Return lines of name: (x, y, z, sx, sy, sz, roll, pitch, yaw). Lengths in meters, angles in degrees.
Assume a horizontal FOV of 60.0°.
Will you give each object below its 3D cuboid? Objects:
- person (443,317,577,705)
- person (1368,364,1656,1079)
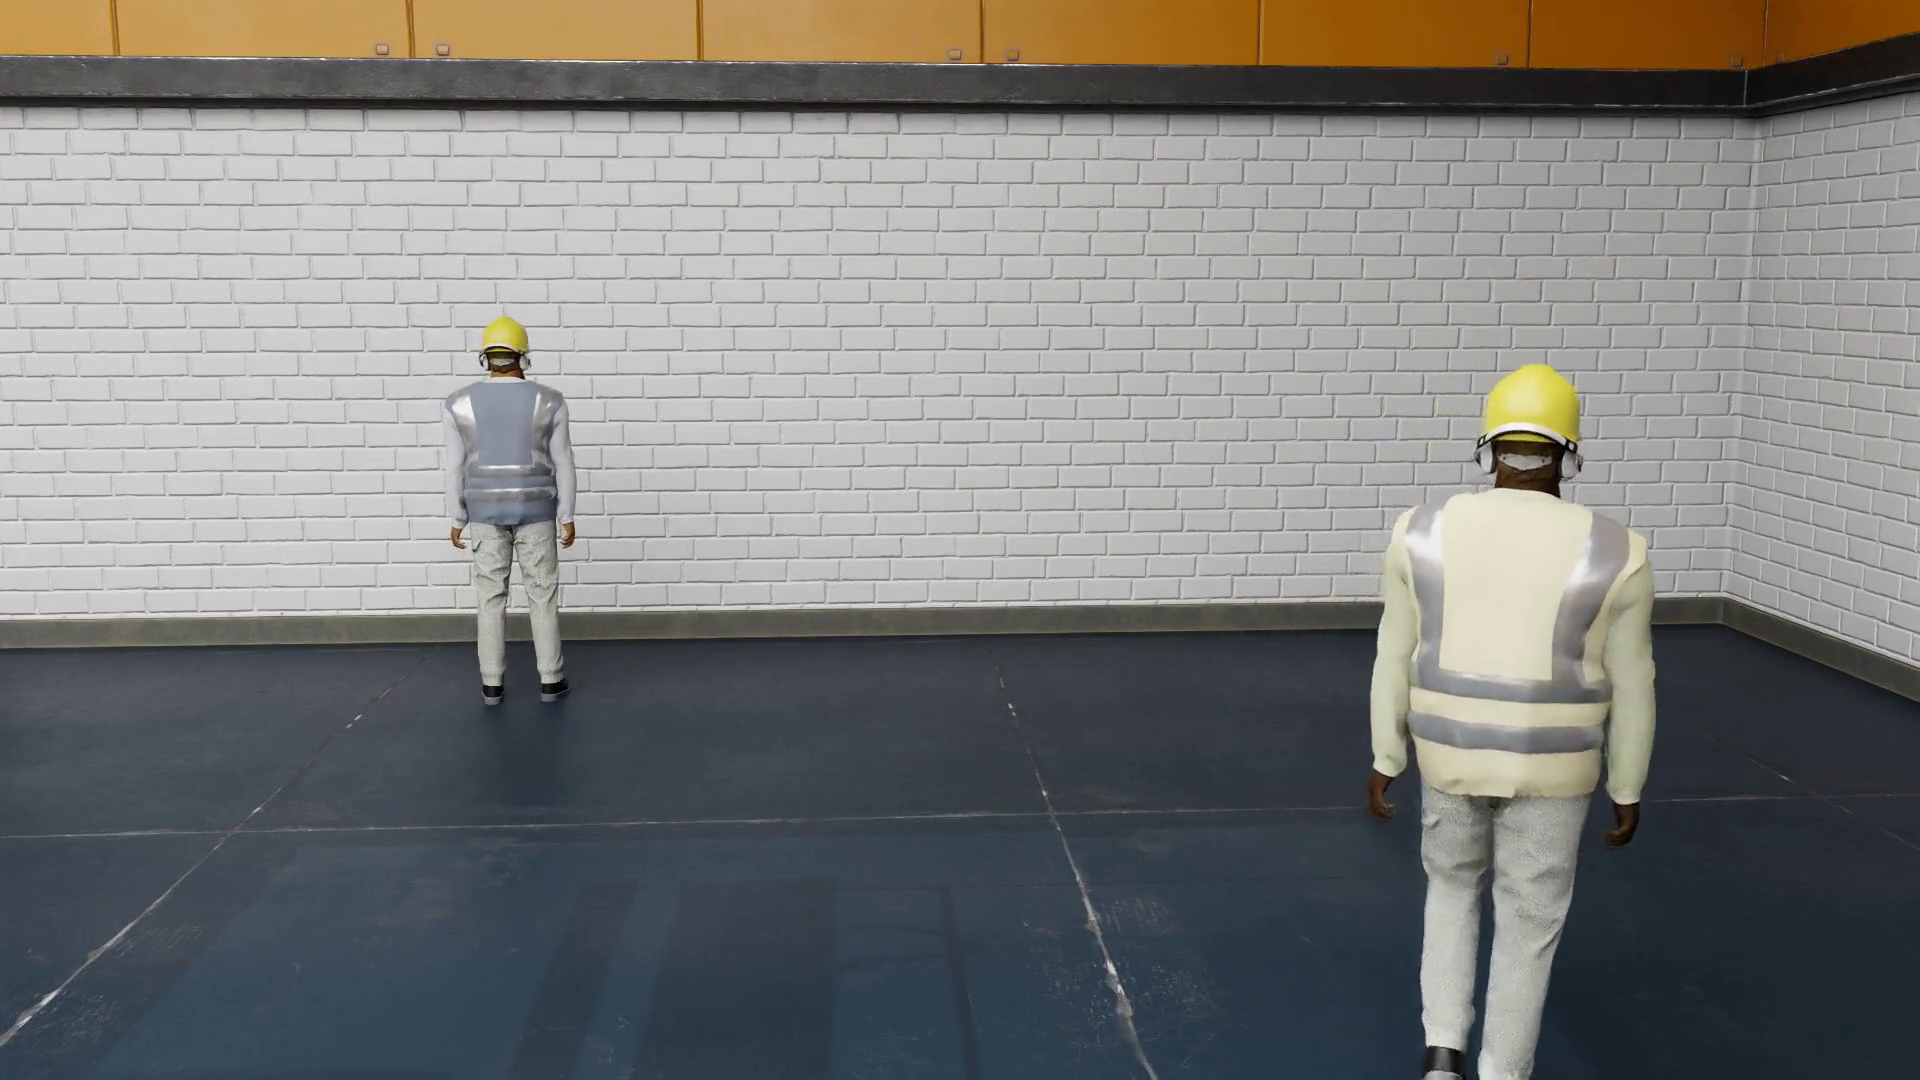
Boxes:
person: (-2.115, -0.135, 7.865, 0.601, 1.827, 0.403, -2, 9, -9)
person: (1.278, 0.506, 3.868, 0.623, 1.818, 0.430, 5, 10, 28)
